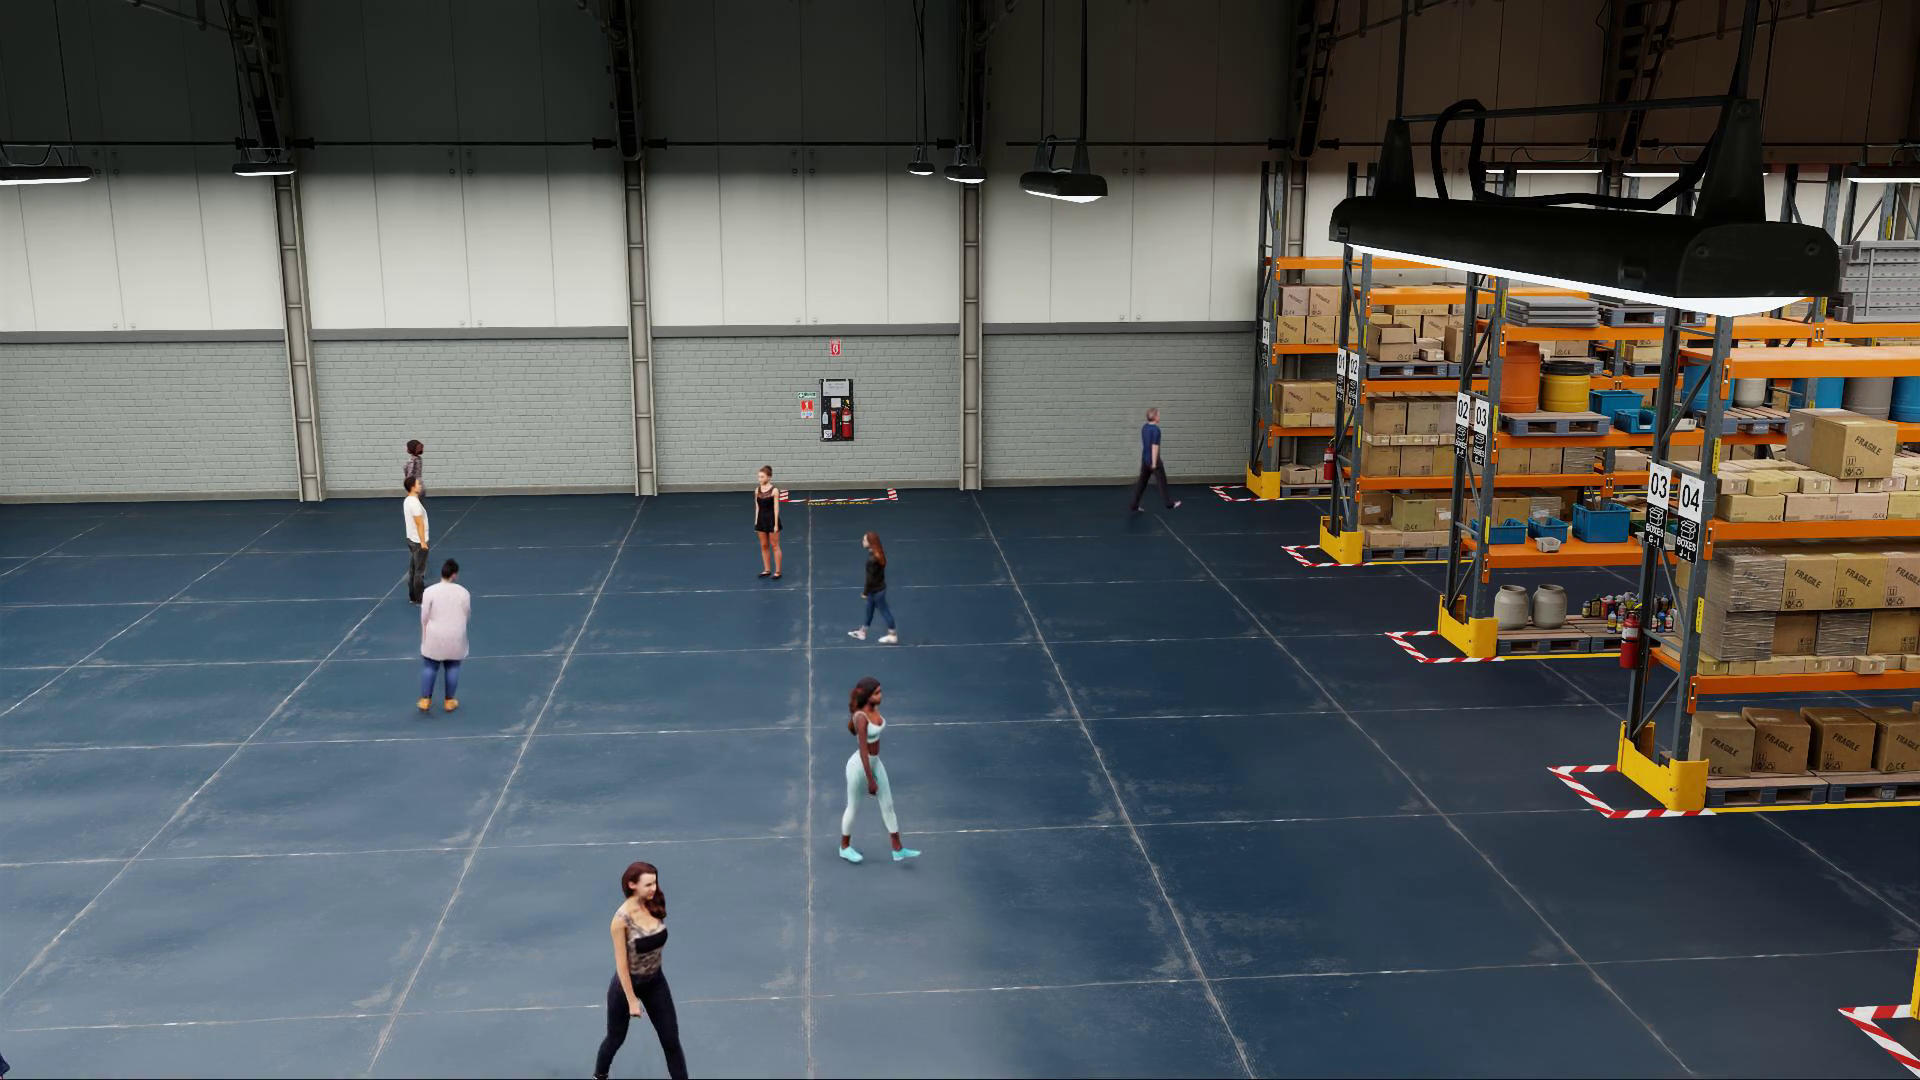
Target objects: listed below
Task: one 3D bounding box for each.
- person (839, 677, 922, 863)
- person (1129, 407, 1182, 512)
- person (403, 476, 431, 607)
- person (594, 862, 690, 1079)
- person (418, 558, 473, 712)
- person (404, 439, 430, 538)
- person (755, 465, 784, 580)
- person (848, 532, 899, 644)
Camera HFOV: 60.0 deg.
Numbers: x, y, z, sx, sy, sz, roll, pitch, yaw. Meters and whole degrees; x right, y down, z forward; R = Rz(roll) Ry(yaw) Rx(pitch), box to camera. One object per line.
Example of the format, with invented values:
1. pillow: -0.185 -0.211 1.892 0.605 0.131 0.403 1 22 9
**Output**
1. person: -0.899 2.018 14.575 1.064 1.699 0.878 6 14 23
2. person: 3.234 -1.339 28.813 1.271 1.816 0.941 -6 14 -23
3. person: -7.533 0.004 23.041 0.716 1.804 0.724 -9 16 -34
4. person: -2.156 2.906 10.710 1.247 1.713 1.120 9 16 34
5. person: -5.781 1.080 18.594 0.669 1.714 0.913 -7 15 -28
6. person: -8.662 -0.758 26.525 0.609 1.716 0.613 1 13 6
7. person: -2.813 -0.269 24.493 0.667 1.680 0.750 8 15 30
8. person: -0.979 0.626 21.144 0.892 1.447 0.624 1 13 2
